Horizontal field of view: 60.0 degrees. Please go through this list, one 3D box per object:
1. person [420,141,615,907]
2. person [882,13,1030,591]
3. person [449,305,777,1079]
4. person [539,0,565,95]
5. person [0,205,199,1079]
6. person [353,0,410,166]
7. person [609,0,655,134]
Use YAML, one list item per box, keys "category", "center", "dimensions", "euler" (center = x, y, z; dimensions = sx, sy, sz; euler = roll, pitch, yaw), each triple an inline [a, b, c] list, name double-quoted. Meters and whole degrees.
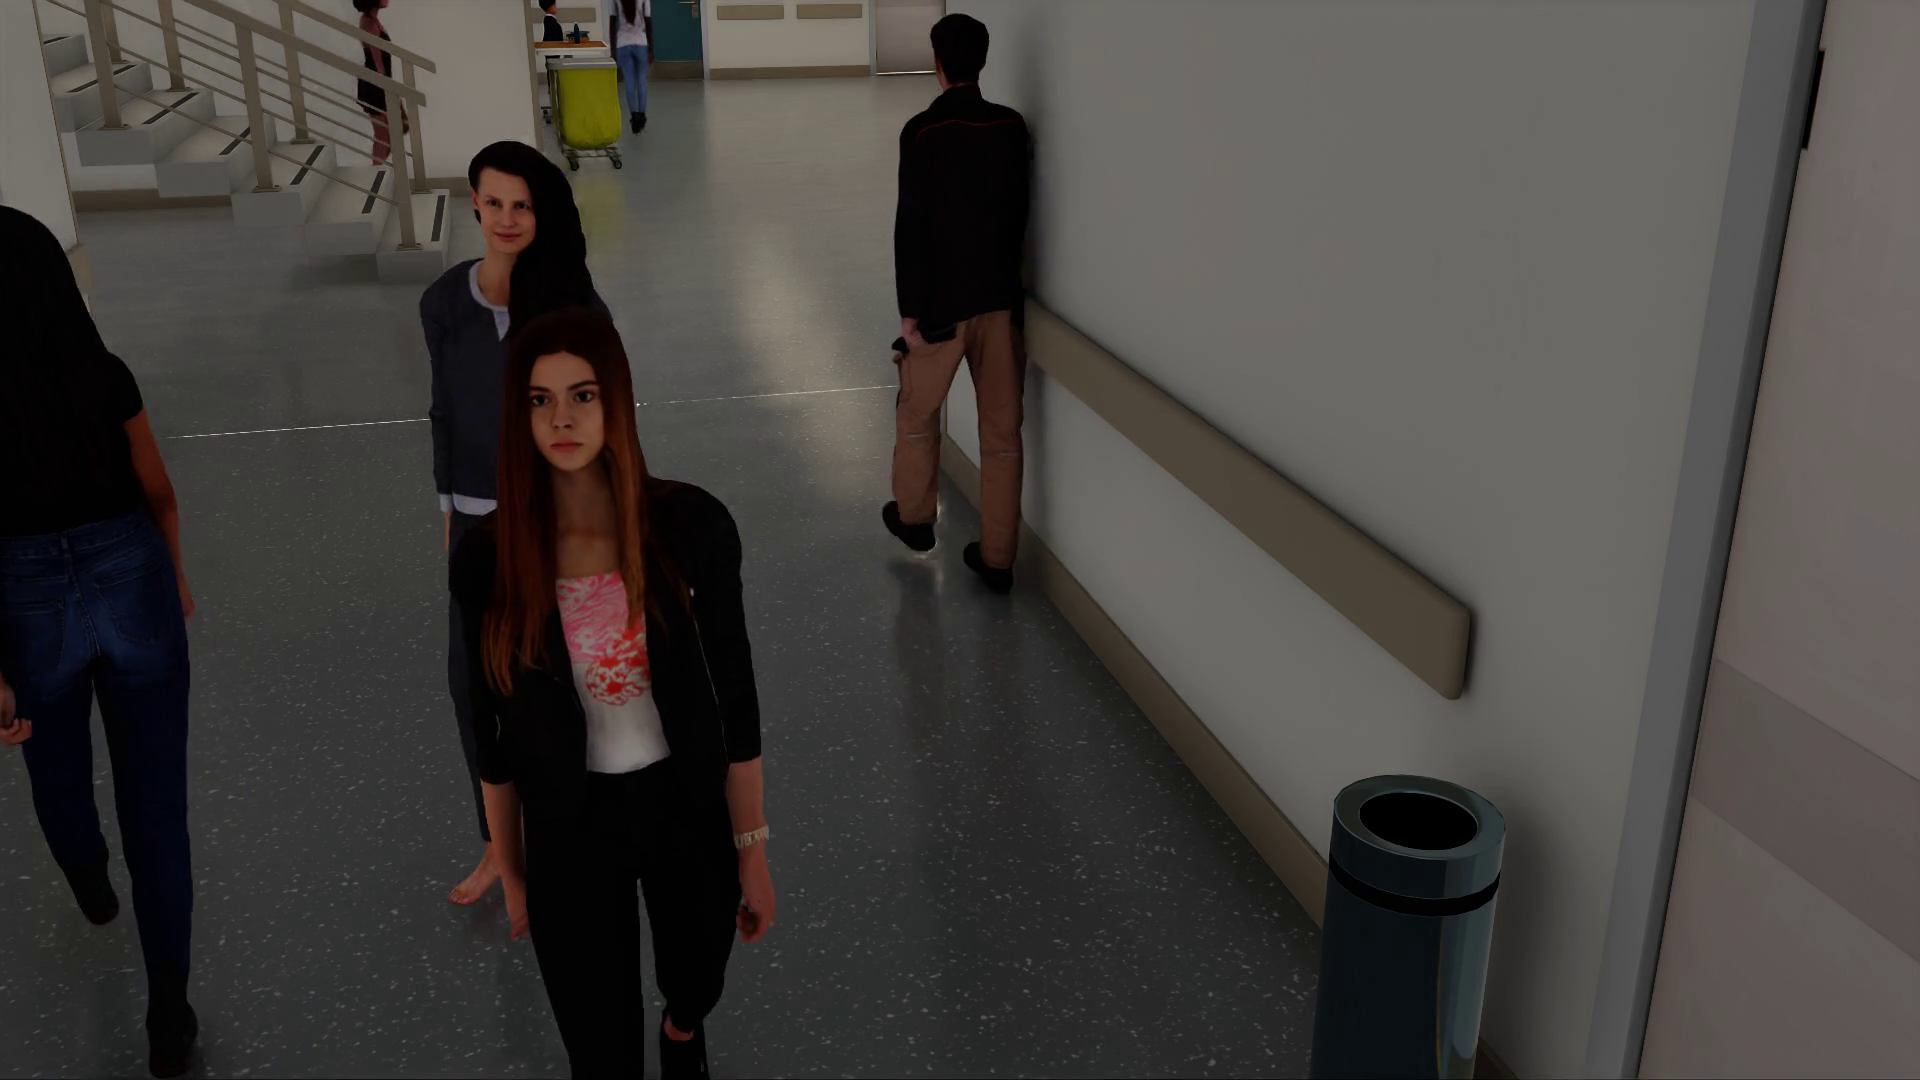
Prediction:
- category: "person"
  center: [-1.007, -0.073, 4.010]
  dimensions: [0.866, 1.749, 0.833]
  euler: [1, 21, 3]
- category: "person"
  center: [0.052, -0.748, 5.581]
  dimensions: [0.922, 1.899, 0.828]
  euler: [-7, 22, -19]
- category: "person"
  center: [-0.524, 0.450, 2.718]
  dimensions: [1.026, 1.687, 0.652]
  euler: [-5, 21, -14]
- category: "person"
  center: [-5.246, -6.375, 21.389]
  dimensions: [0.557, 1.226, 0.556]
  euler: [-13, 24, -31]
- category: "person"
  center: [-1.660, 0.254, 3.225]
  dimensions: [1.103, 1.694, 0.821]
  euler: [-12, 24, -28]
- category: "person"
  center: [-4.649, -3.506, 13.032]
  dimensions: [0.623, 1.779, 0.576]
  euler: [-6, 22, -15]
- category: "person"
  center: [-3.397, -5.046, 17.243]
  dimensions: [1.055, 1.678, 0.676]
  euler: [-4, 21, -11]
